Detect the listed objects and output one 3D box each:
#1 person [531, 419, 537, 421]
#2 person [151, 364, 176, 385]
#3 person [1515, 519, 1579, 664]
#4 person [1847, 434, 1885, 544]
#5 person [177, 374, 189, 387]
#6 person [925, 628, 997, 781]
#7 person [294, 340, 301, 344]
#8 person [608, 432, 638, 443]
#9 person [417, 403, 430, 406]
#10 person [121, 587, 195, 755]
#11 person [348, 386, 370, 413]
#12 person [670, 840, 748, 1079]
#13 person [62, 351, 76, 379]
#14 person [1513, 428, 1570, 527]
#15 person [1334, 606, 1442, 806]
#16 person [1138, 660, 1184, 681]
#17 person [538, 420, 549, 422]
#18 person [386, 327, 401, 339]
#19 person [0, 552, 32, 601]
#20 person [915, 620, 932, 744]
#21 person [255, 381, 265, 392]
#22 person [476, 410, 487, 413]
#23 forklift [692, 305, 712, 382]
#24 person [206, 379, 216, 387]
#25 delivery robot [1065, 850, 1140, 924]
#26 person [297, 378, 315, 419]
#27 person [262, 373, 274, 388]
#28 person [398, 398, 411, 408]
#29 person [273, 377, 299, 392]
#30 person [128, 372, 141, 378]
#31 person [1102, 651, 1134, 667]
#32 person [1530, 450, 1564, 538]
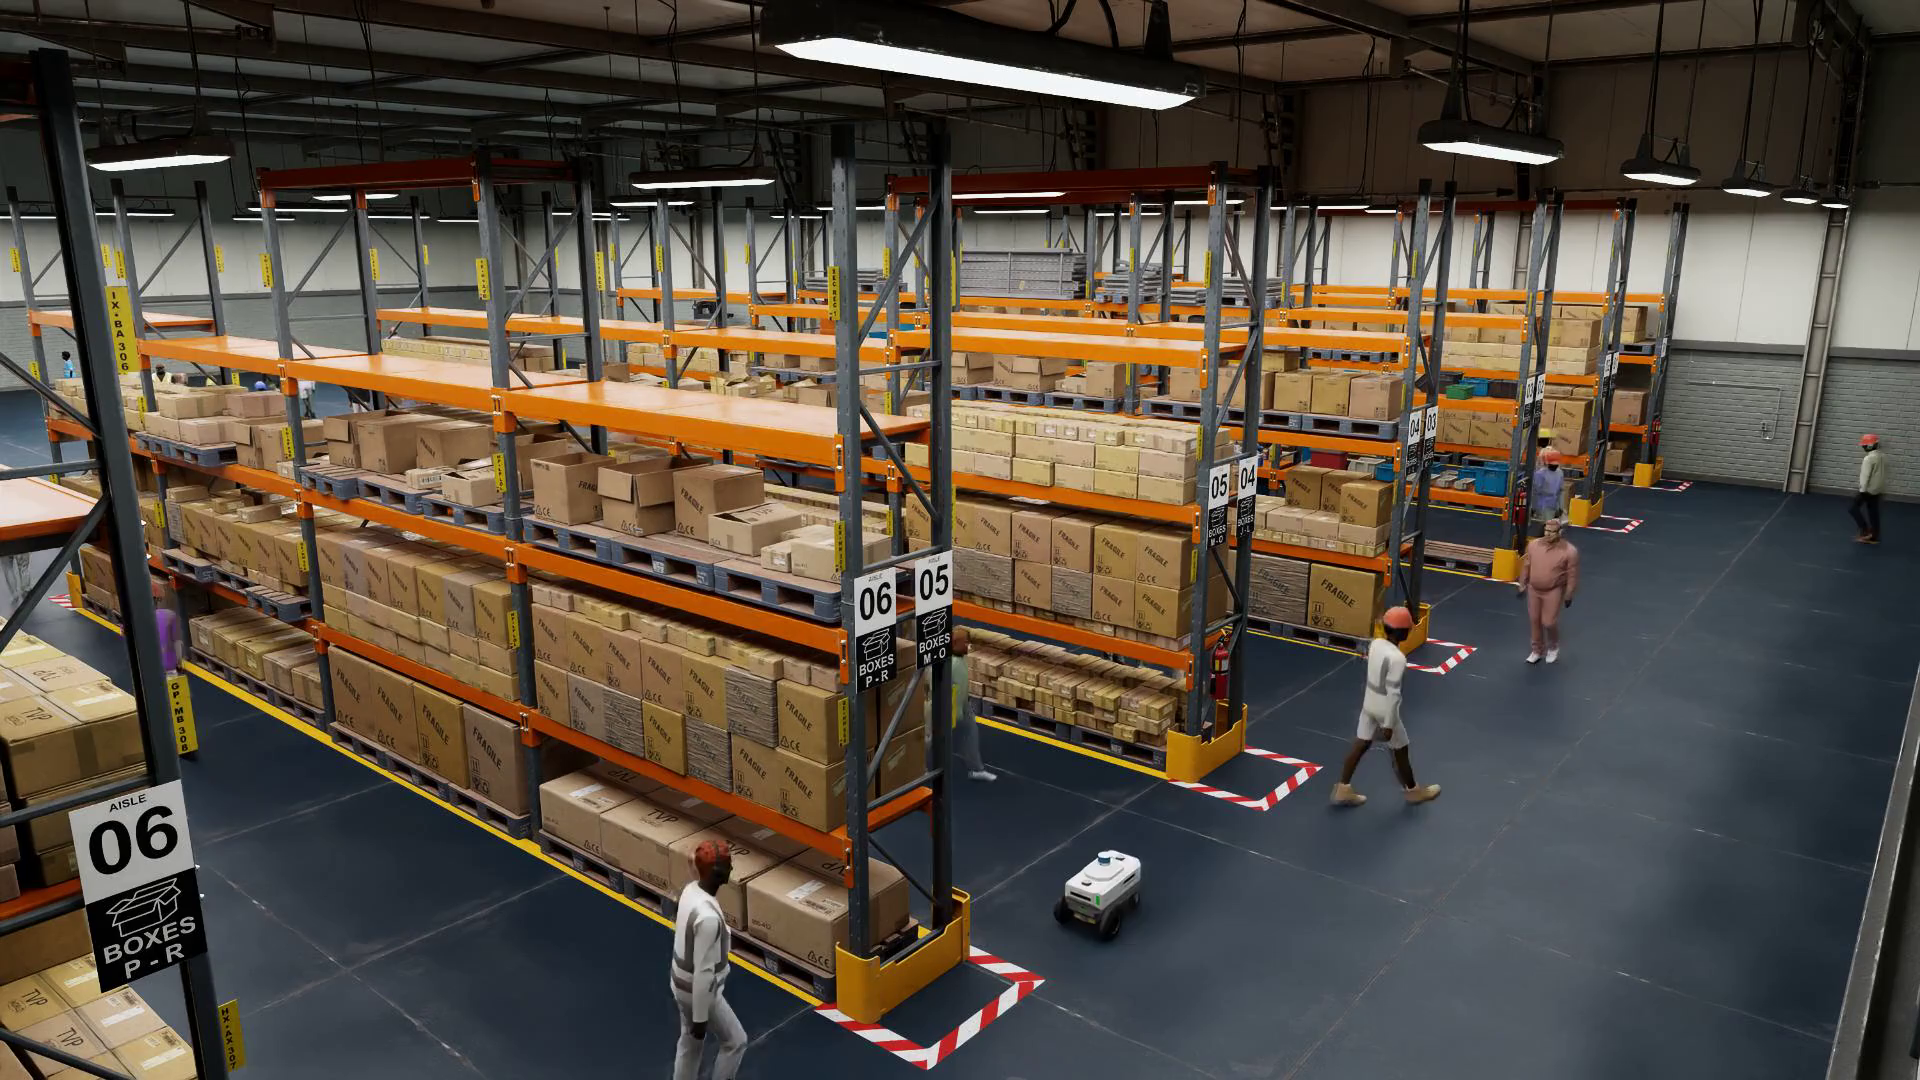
[{"bbox_3d":[-8.318,-1.489,24.973,0.858,1.807,0.545,12,18,41],"label":"person"},{"bbox_3d":[-22.356,-4.029,35.366,0.634,1.842,0.429,-7,15,-26],"label":"person"},{"bbox_3d":[7.419,0.657,15.992,0.442,1.892,0.647,-11,17,-37],"label":"person"},{"bbox_3d":[16.039,-0.890,22.214,0.745,1.949,0.548,-9,16,-32],"label":"person"},{"bbox_3d":[-20.021,-3.389,32.687,0.981,1.854,0.657,-11,18,-39],"label":"person"},{"bbox_3d":[-0.080,1.635,12.571,0.817,1.598,0.499,5,14,19],"label":"person"},{"bbox_3d":[-24.106,-6.495,45.957,0.363,1.623,0.515,1,14,2],"label":"person"},{"bbox_3d":[-6.650,-1.531,24.980,0.654,1.889,0.595,-13,19,-42],"label":"person"},{"bbox_3d":[-16.889,-4.991,39.481,0.522,1.769,0.312,-4,14,-15],"label":"person"},{"bbox_3d":[-8.420,1.333,13.218,0.992,1.900,0.555,10,17,36],"label":"person"},{"bbox_3d":[-16.171,-3.740,33.886,0.613,1.985,0.416,3,14,12],"label":"person"},{"bbox_3d":[-1.522,2.710,7.614,0.618,1.851,0.599,-6,15,-24],"label":"person"},{"bbox_3d":[-28.722,-5.236,40.630,0.316,1.695,0.541,-11,18,-39],"label":"person"},{"bbox_3d":[10.931,-1.147,23.454,0.998,1.880,0.588,5,15,21],"label":"person"},{"bbox_3d":[4.091,1.590,11.940,1.043,1.986,0.660,-2,14,-9],"label":"person"},{"bbox_3d":[2.394,0.934,14.947,0.609,1.838,0.965,-9,16,-32],"label":"person"},{"bbox_3d":[-10.097,-2.909,30.636,0.432,1.894,0.670,2,14,7],"label":"person"},{"bbox_3d":[-21.071,-6.947,47.073,0.632,1.980,1.062,-3,14,-13],"label":"person"},{"bbox_3d":[-14.073,0.073,18.722,0.516,1.720,0.641,-11,18,-39],"label":"person"},{"bbox_3d":[-0.285,1.315,13.387,0.411,1.850,0.542,5,15,20],"label":"person"},{"bbox_3d":[-16.788,-2.862,30.394,0.503,1.923,0.667,11,18,39],"label":"person"},{"bbox_3d":[-12.242,-3.367,32.517,0.881,1.908,0.546,13,19,43],"label":"person"},{"bbox_3d":[-9.511,-7.392,47.124,1.873,2.768,1.129,11,17,38],"label":"forklift"},{"bbox_3d":[-19.161,-3.271,32.392,0.599,1.774,0.957,-8,16,-30],"label":"person"},{"bbox_3d":[1.151,2.741,10.092,0.477,0.478,0.707,10,17,36],"label":"delivery robot"},{"bbox_3d":[-19.423,-4.546,37.374,0.885,1.910,0.555,12,18,39],"label":"person"},{"bbox_3d":[-24.847,-6.261,44.953,0.889,1.648,0.536,4,14,14],"label":"person"},{"bbox_3d":[-14.537,-3.462,32.883,0.540,1.910,0.593,2,14,7],"label":"person"},{"bbox_3d":[-23.326,-6.085,43.498,0.870,2.000,0.694,4,14,18],"label":"person"},{"bbox_3d":[-23.830,-4.273,36.409,0.759,1.813,0.644,5,15,21],"label":"person"},{"bbox_3d":[1.970,0.725,15.607,0.372,1.940,0.631,9,16,34],"label":"person"},{"bbox_3d":[9.851,-0.565,20.996,0.604,1.898,0.516,-6,15,-22],"label":"person"}]
